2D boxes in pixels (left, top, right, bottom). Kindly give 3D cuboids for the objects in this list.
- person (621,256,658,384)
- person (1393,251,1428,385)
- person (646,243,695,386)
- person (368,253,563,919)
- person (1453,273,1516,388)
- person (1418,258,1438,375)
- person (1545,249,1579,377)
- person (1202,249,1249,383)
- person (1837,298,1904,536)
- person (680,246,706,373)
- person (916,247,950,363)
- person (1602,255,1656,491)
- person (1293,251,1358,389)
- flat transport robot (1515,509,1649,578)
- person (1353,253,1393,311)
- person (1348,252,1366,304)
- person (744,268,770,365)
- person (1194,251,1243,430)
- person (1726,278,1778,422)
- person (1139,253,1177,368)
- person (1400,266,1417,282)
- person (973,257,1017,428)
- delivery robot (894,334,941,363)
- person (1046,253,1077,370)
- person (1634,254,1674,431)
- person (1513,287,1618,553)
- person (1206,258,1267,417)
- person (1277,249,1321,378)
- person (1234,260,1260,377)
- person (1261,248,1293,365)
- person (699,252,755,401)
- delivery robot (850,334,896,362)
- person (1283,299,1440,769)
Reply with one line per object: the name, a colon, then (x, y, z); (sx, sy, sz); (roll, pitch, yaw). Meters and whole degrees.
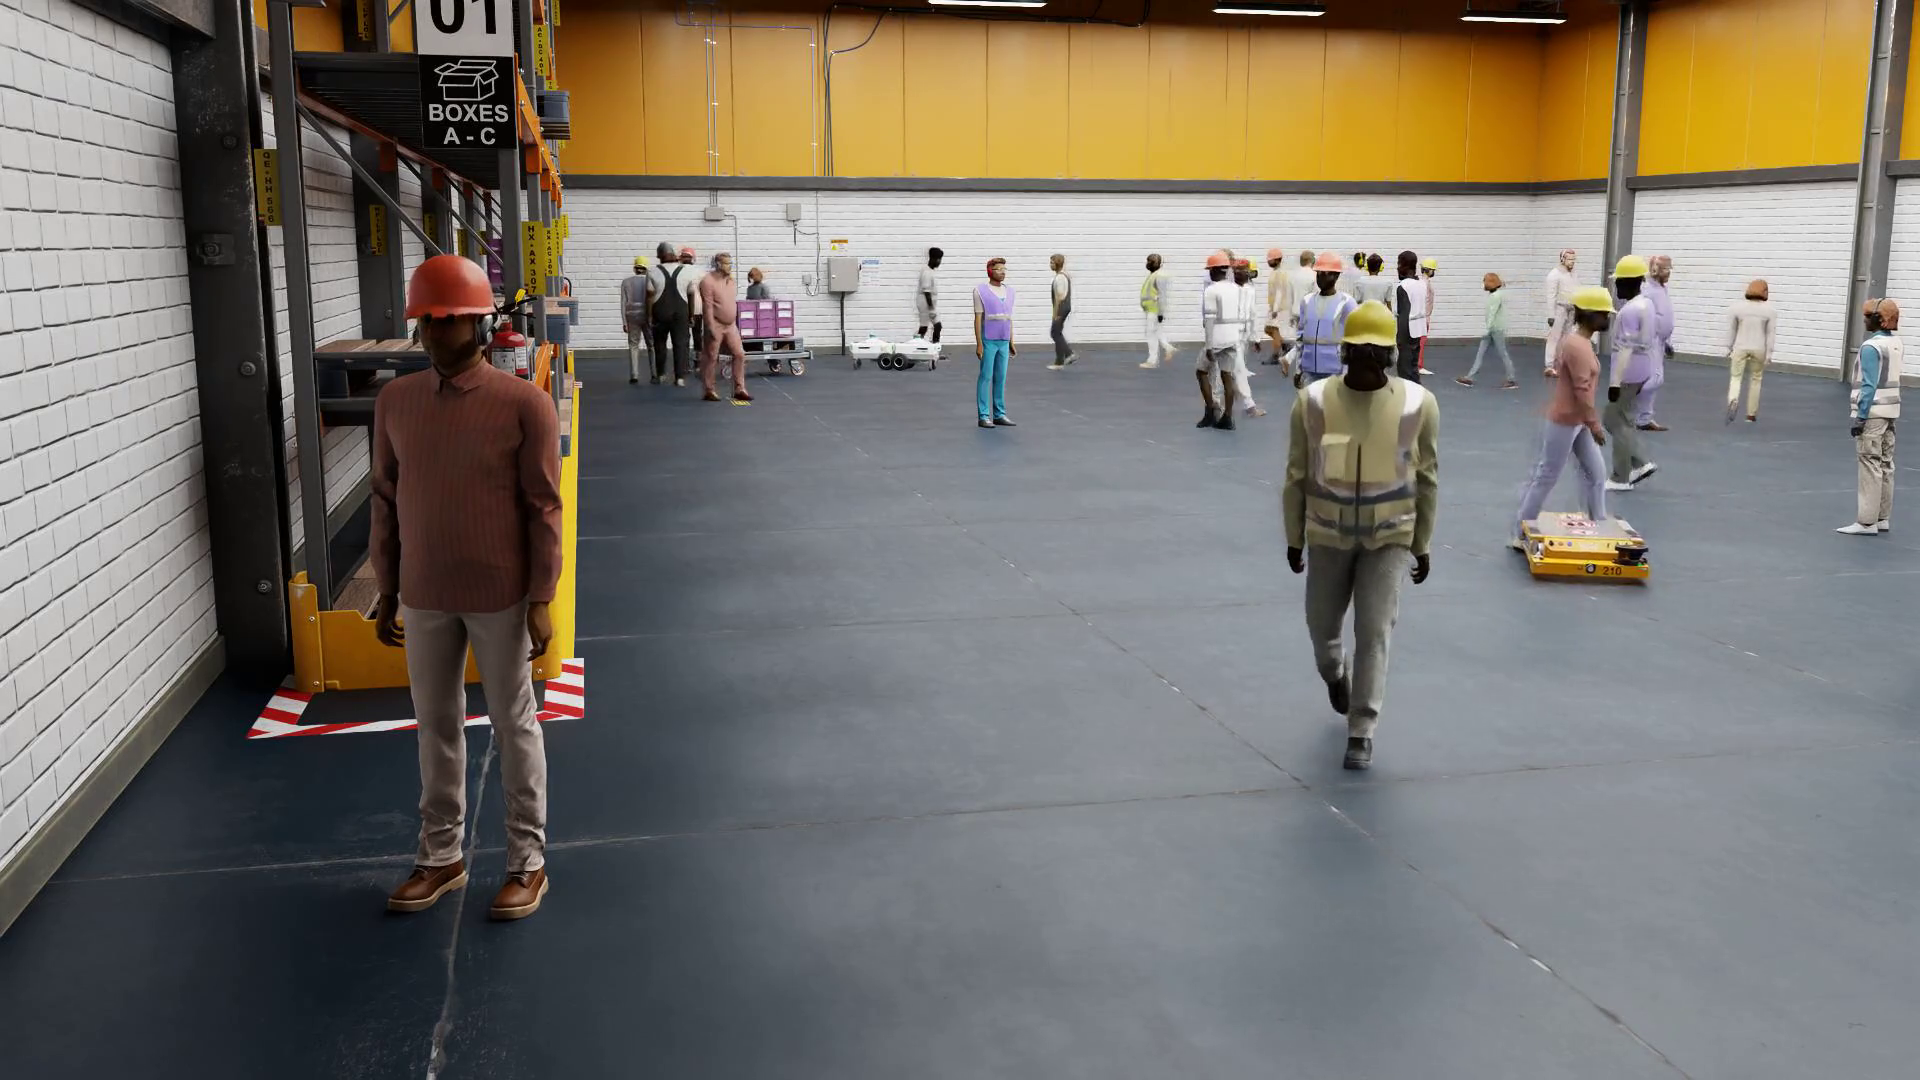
person: (-4.509, -3.116, 23.635); (0.596, 1.809, 0.473); (-1, 10, -8)
person: (4.976, -2.236, 18.440); (0.374, 1.915, 0.596); (7, 12, 34)
person: (-4.104, -3.212, 23.504); (0.700, 2.000, 1.000); (-3, 11, -18)
person: (-1.490, 0.148, 5.009); (0.611, 1.996, 0.375); (2, 10, 11)
person: (7.294, -2.874, 22.899); (0.841, 1.583, 0.508); (1, 10, 4)
person: (7.081, -3.399, 25.317); (0.319, 1.763, 0.522); (1, 10, 7)
person: (8.989, -3.369, 24.776); (0.639, 1.900, 0.404); (-8, 13, -37)
person: (3.742, -3.152, 23.550); (0.654, 1.903, 0.880); (0, 10, 3)
person: (6.326, -0.847, 11.509); (0.521, 1.638, 0.311); (-9, 13, -40)
person: (-4.159, -3.540, 25.599); (0.622, 1.949, 0.884); (-1, 10, -8)
person: (-0.454, -3.867, 27.450); (0.739, 1.922, 0.650); (2, 10, 11)
person: (5.383, -1.338, 13.461); (0.397, 1.912, 0.617); (6, 12, 29)
person: (3.069, -1.459, 14.062); (0.544, 1.943, 0.347); (8, 13, 39)
flat transport robot: (3.930, 0.006, 10.580); (0.652, 0.197, 1.431); (3, 11, 14)
person: (5.224, -2.695, 21.111); (0.514, 1.872, 0.328); (2, 10, 9)
person: (7.129, -4.276, 30.018); (0.967, 1.827, 0.538); (-2, 10, -13)
person: (-3.309, -3.614, 26.983); (0.875, 1.581, 0.510); (-9, 13, -39)
person: (2.784, -2.141, 17.931); (0.551, 1.916, 0.513); (-7, 12, -33)
person: (8.791, -2.102, 18.513); (0.510, 1.615, 0.619); (6, 12, 31)
person: (3.154, -3.655, 26.531); (0.564, 1.831, 0.631); (-1, 10, -3)
person: (7.552, -3.875, 28.131); (0.321, 1.696, 0.536); (-1, 10, -3)
person: (0.372, -2.155, 18.174); (0.564, 1.850, 0.390); (-10, 14, -43)
delivery robot: (-0.661, -2.979, 26.073); (0.707, 0.478, 0.477); (3, 10, 15)
person: (1.549, -3.568, 26.057); (0.398, 1.833, 0.532); (3, 11, 16)
person: (7.366, -2.097, 17.764); (0.484, 1.888, 0.642); (7, 13, 36)
person: (3.995, -0.735, 10.632); (0.855, 1.736, 0.522); (6, 12, 29)
person: (3.220, -2.360, 19.397); (0.597, 1.831, 1.008); (-9, 14, -41)
person: (4.936, -3.257, 24.152); (0.797, 1.904, 0.633); (-6, 12, -31)
person: (4.320, -3.329, 24.976); (0.324, 1.743, 0.491); (4, 11, 23)
person: (5.210, -3.815, 27.210); (0.541, 1.917, 0.543); (-2, 10, -9)
person: (-2.954, -2.668, 20.953); (0.777, 1.880, 0.666); (8, 13, 38)
delivery robot: (-1.372, -3.013, 26.256); (0.707, 0.478, 0.477); (1, 10, 5)
person: (1.584, -0.047, 6.611); (0.595, 1.814, 0.696); (3, 11, 17)
